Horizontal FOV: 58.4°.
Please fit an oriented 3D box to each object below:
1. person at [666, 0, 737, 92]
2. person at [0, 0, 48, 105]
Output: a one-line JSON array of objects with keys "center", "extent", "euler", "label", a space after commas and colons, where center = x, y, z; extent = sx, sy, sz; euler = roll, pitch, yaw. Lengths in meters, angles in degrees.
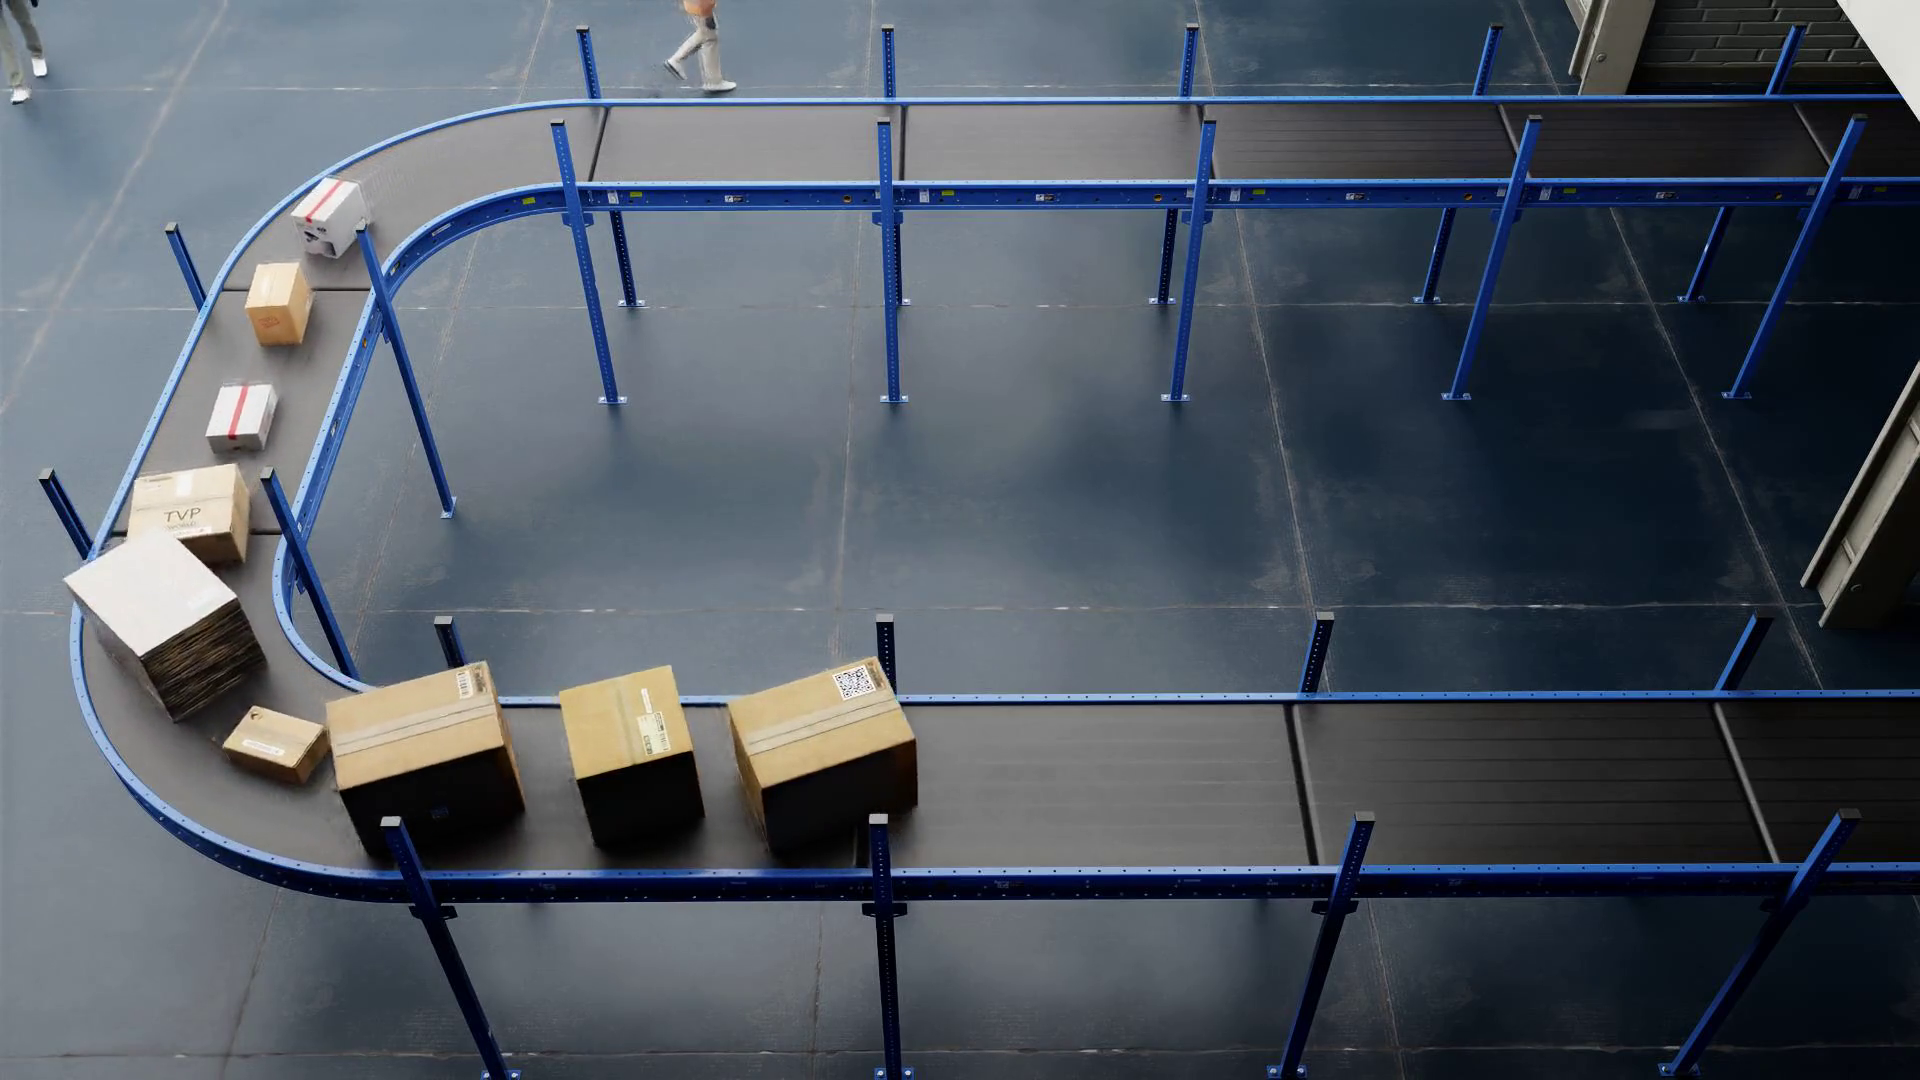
[{"center": [-2.209, -4.462, 14.329], "extent": [0.480, 1.627, 0.518], "euler": [-11, 48, -10], "label": "person"}, {"center": [-8.021, -4.574, 14.258], "extent": [0.612, 1.876, 0.954], "euler": [-14, 48, -13], "label": "person"}]
